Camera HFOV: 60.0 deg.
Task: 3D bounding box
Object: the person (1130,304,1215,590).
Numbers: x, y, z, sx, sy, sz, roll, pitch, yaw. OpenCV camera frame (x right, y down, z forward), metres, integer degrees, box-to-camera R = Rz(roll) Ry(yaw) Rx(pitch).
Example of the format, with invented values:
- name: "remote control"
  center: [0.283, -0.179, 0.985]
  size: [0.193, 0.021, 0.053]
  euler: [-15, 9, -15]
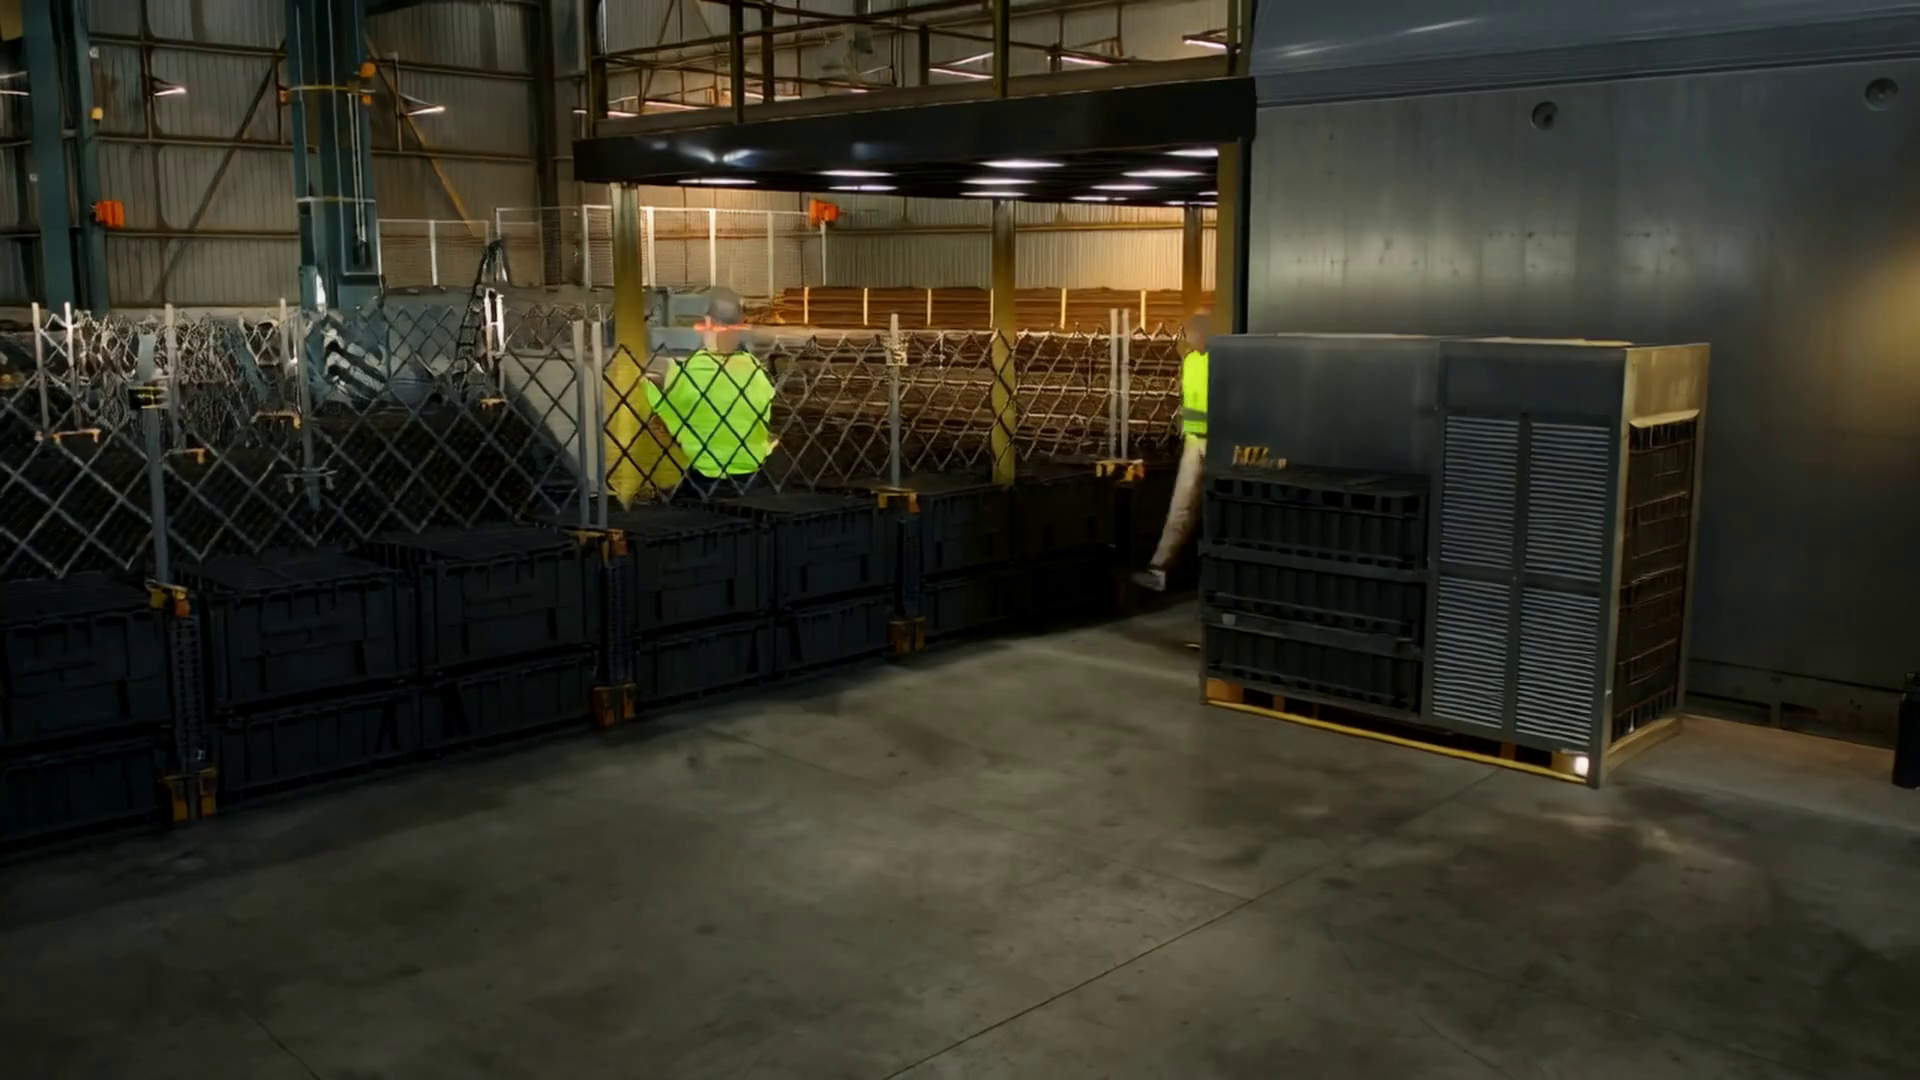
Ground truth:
- name: "person"
  center: [1.533, -0.571, 10.633]
  size: [0.956, 1.839, 0.580]
  euler: [-8, 12, -41]
